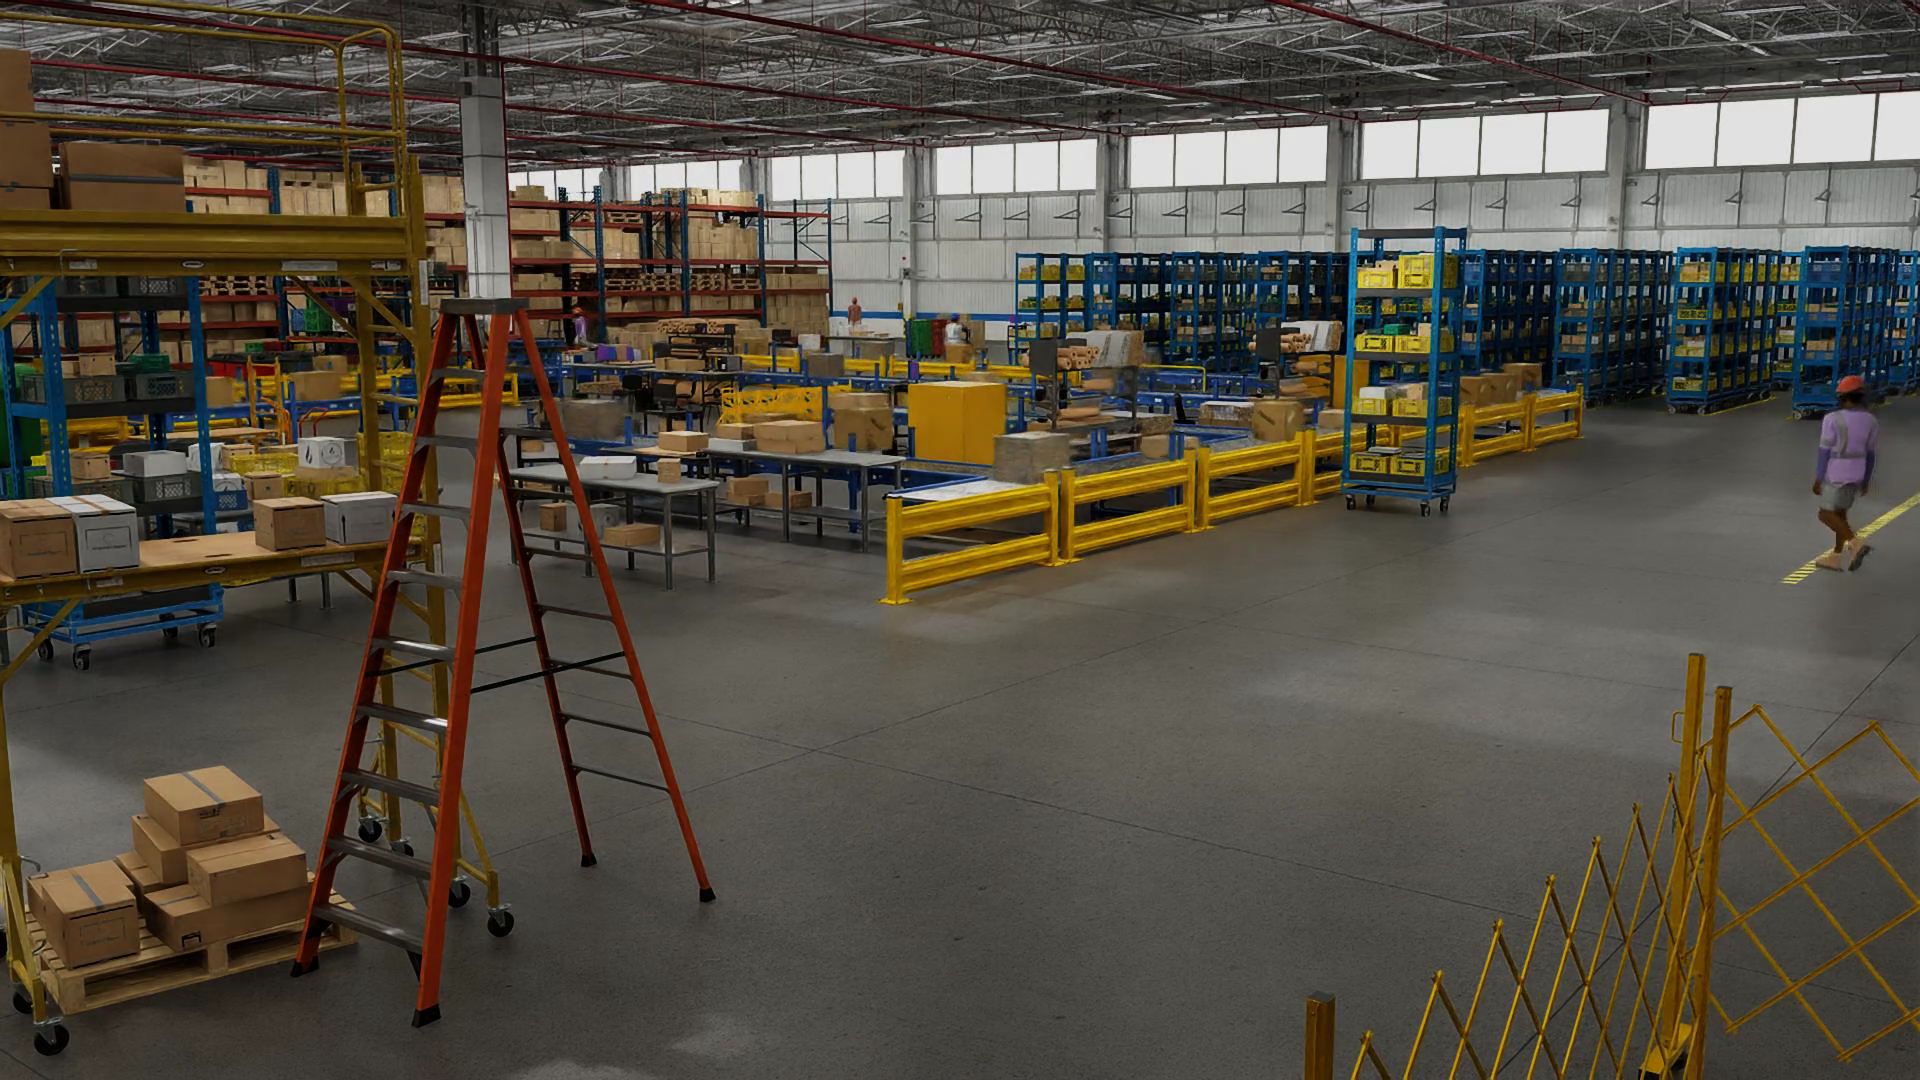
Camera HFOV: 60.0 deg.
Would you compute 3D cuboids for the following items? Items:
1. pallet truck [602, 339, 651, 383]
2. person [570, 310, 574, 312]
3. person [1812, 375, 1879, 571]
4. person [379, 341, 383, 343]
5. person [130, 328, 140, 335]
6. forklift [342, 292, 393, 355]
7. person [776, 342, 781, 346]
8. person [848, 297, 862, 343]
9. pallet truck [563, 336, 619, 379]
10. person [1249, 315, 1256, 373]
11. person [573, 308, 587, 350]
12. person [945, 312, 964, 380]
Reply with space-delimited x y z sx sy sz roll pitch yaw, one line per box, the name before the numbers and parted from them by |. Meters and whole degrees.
pallet truck | -8.991 -4.871 45.351 0.653 1.274 1.630 7 11 37
person | -16.808 -9.450 72.040 0.538 1.902 0.815 3 10 19
person | 8.957 -0.650 16.759 0.619 2.021 0.689 -2 9 -14
person | -16.559 -5.405 47.167 0.614 1.782 0.952 7 11 37
person | -25.491 -6.016 51.482 0.298 1.627 0.510 2 9 11
forklift | -16.485 -5.622 45.120 1.129 2.768 1.873 7 11 37
person | -7.760 -8.985 69.559 1.051 1.765 0.657 -9 12 -43
person | -4.622 -9.661 73.083 0.613 1.995 0.391 0 9 3
pallet truck | -10.690 -5.294 48.215 1.601 1.201 0.680 -5 10 -26
person | 8.979 -5.919 50.235 0.404 1.830 0.600 -6 11 -33
person | -12.896 -6.901 56.193 0.554 1.876 1.020 6 11 32
person | -0.131 -5.507 47.338 0.444 1.928 0.621 -7 12 -39
